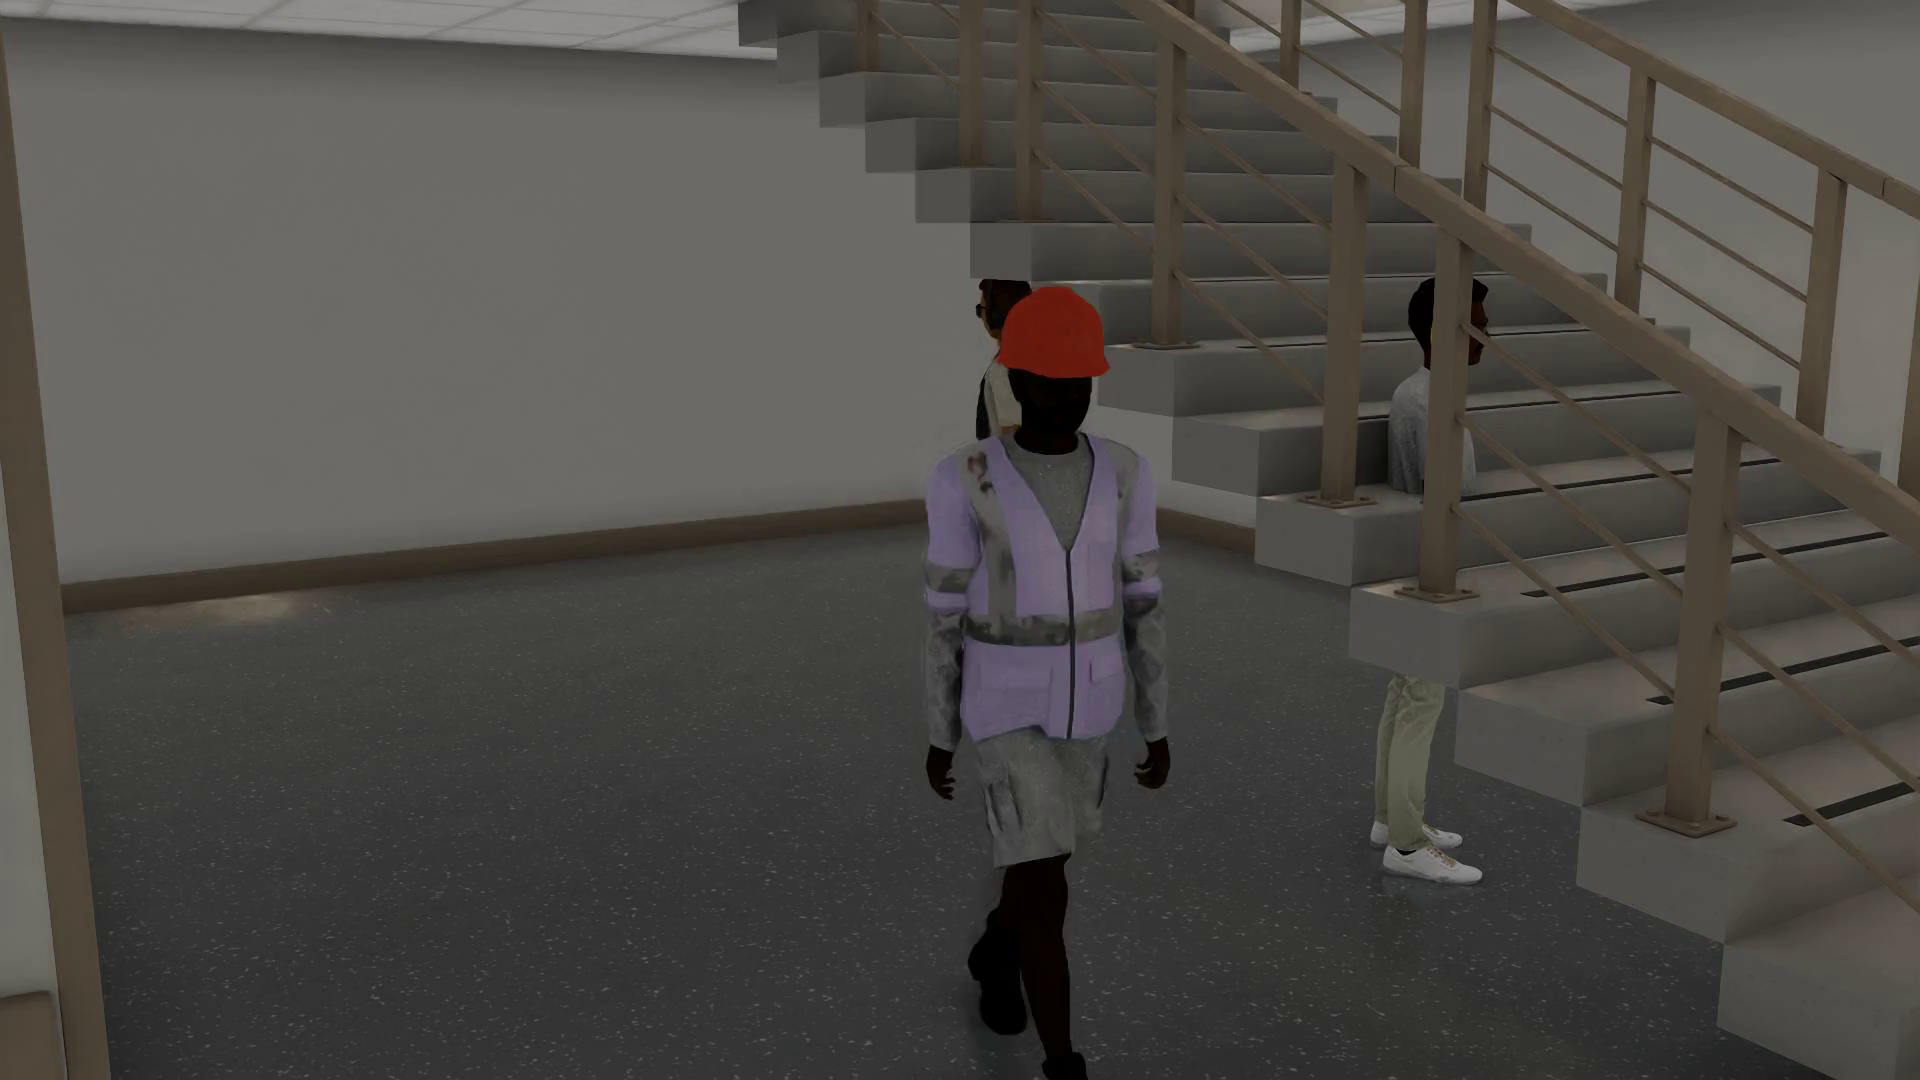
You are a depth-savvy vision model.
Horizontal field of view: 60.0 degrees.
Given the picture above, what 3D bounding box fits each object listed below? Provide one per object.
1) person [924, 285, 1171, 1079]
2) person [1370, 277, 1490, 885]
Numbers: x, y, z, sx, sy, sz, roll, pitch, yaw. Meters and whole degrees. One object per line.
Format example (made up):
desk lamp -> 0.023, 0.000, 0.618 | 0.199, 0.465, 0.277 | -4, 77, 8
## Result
person -> 0.183, 0.361, 3.843 | 0.557, 1.899, 0.971 | -4, 12, -22
person -> 1.475, 0.120, 5.165 | 0.328, 1.872, 0.510 | 1, 11, 7
